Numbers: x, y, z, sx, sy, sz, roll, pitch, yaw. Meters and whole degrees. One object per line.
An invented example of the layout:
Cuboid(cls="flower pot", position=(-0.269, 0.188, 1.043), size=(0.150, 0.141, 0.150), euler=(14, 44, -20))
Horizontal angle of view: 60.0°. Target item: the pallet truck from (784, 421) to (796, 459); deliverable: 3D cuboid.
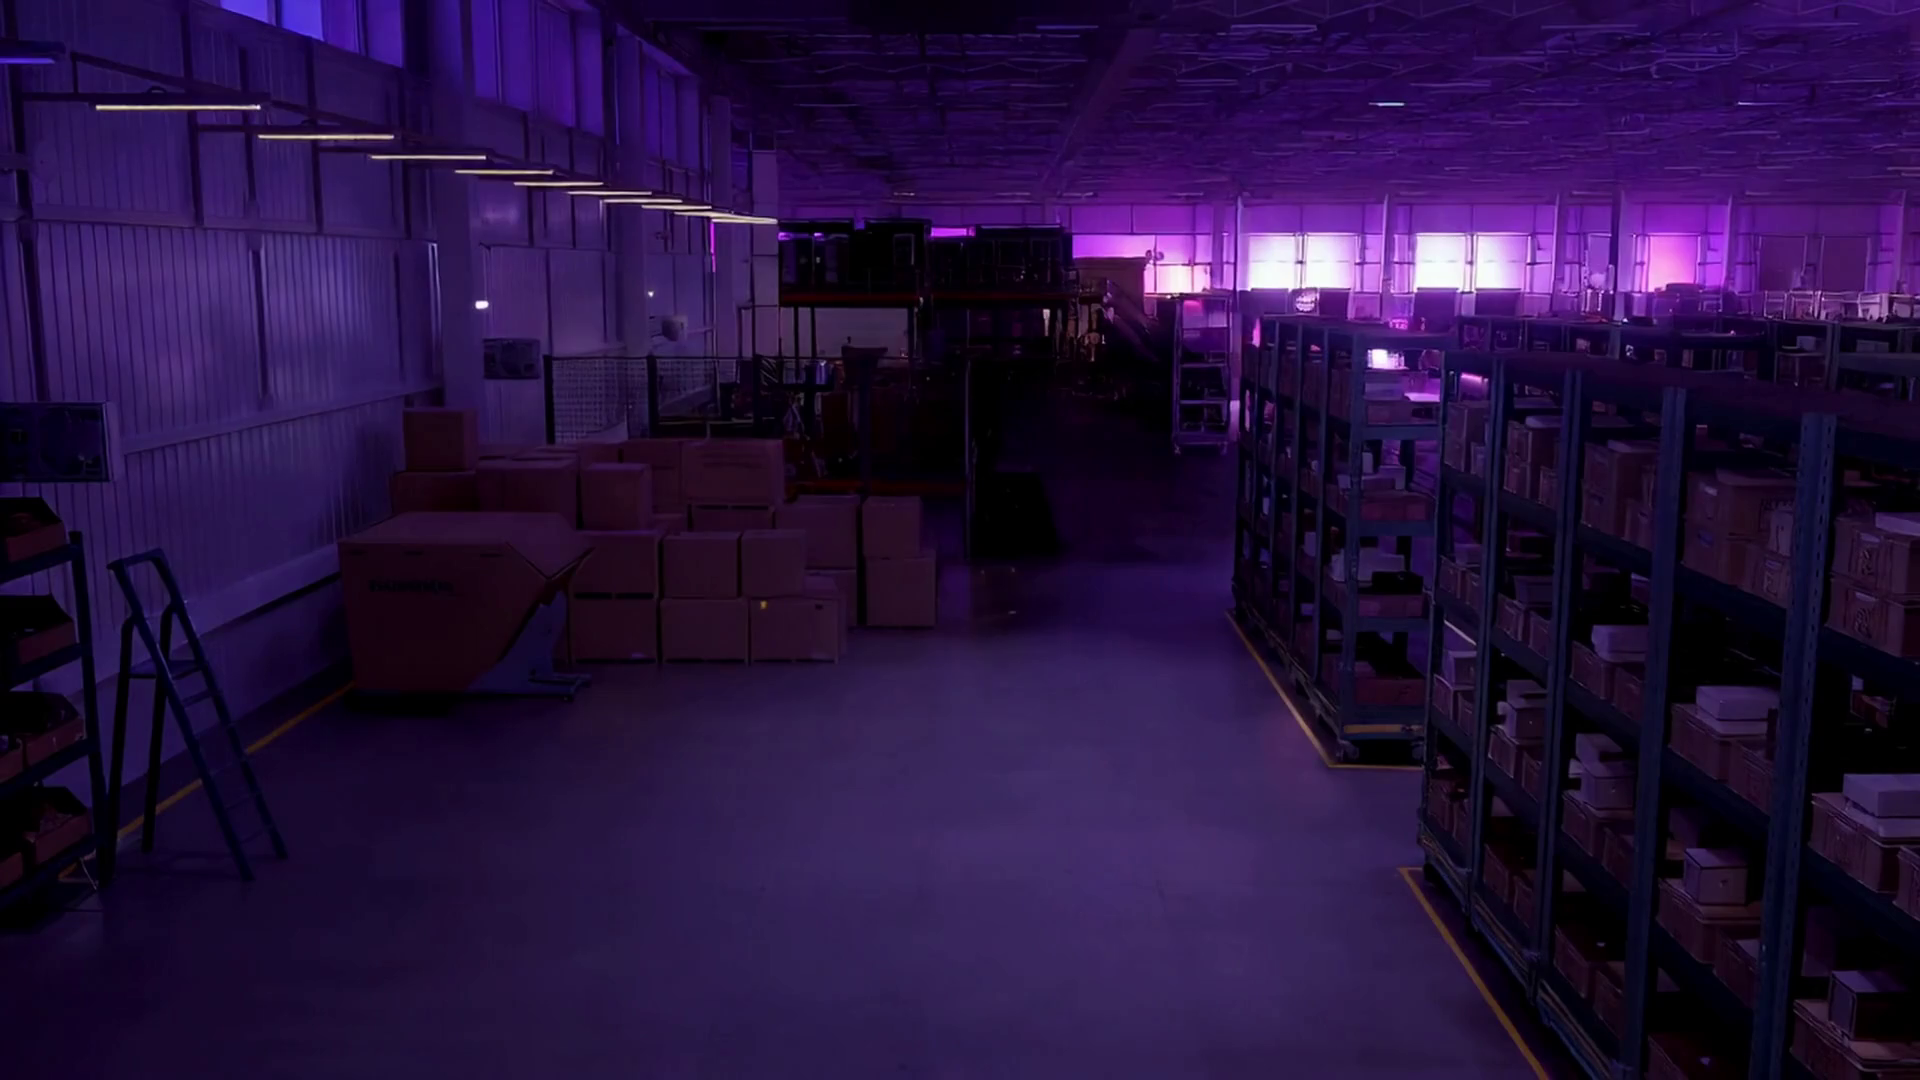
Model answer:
Cuboid(cls="pallet truck", position=(-4.013, -1.793, 32.705), size=(1.601, 1.201, 0.680), euler=(0, 9, 1))

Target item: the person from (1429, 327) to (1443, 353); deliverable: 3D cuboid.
Cuboid(cls="person", position=(19.474, -7.792, 67.888), size=(0.807, 1.820, 0.595), euler=(-8, 12, -42))

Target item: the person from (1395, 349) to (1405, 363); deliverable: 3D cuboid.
Cuboid(cls="person", position=(13.606, -5.077, 51.343), size=(0.330, 1.761, 0.526), euler=(-3, 10, -16))

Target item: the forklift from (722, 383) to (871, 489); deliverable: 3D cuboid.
Cuboid(cls="forklift", position=(-2.893, -1.687, 28.729), size=(2.680, 1.987, 1.157), euler=(0, 9, -1))

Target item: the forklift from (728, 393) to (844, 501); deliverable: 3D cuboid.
Cuboid(cls="forklift", position=(-2.979, -1.316, 26.476), size=(2.680, 1.987, 1.157), euler=(0, 9, 1))

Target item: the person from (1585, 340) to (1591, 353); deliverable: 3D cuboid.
Cuboid(cls="person", position=(21.663, -6.045, 57.008), size=(0.565, 1.852, 0.493), euler=(9, 13, 43))

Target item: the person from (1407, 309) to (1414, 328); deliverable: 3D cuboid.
Cuboid(cls="person", position=(25.638, -12.207, 94.834), size=(0.393, 1.921, 0.586), euler=(8, 12, 40))

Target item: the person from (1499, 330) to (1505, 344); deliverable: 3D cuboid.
Cuboid(cls="person", position=(25.986, -9.818, 80.152), size=(0.815, 1.897, 0.579), euler=(-1, 9, -6))

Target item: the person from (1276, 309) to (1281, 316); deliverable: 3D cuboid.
Cuboid(cls="person", position=(18.113, -12.144, 94.421), size=(0.698, 1.913, 0.566), euler=(7, 11, 35))

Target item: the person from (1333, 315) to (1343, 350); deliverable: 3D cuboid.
Cuboid(cls="person", position=(18.789, -10.288, 83.102), size=(1.044, 1.889, 0.647), euler=(2, 9, 10))

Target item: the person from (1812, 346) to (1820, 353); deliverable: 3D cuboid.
Cuboid(cls="person", position=(27.742, -5.466, 53.986), size=(0.552, 1.663, 0.746), euler=(1, 9, 6))

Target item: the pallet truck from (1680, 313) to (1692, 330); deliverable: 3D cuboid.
Cuboid(cls="pallet truck", position=(36.315, -10.531, 84.244), size=(0.823, 1.965, 1.885), euler=(-6, 11, -33))

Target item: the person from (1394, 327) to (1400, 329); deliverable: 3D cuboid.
Cuboid(cls="person", position=(16.313, -6.940, 61.995), size=(0.433, 2.023, 0.639), euler=(0, 9, -2))

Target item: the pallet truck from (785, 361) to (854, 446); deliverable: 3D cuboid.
Cuboid(cls="pallet truck", position=(-3.410, -3.193, 38.978), size=(1.885, 1.965, 0.823), euler=(0, 9, -1))

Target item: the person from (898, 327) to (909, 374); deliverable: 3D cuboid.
Cuboid(cls="person", position=(-2.211, -7.481, 65.847), size=(0.803, 1.856, 0.613), euler=(2, 9, 13))

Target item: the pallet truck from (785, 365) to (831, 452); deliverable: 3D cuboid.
Cuboid(cls="pallet truck", position=(-3.774, -2.976, 37.635), size=(1.885, 1.965, 0.823), euler=(1, 9, 5))

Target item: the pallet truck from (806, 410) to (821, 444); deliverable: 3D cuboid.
Cuboid(cls="pallet truck", position=(-3.559, -2.018, 33.905), size=(1.522, 1.261, 0.704), euler=(0, 9, -1))

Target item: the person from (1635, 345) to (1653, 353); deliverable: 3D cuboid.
Cuboid(cls="person", position=(24.427, -6.528, 59.418), size=(0.688, 2.000, 0.537), euler=(0, 9, -2))

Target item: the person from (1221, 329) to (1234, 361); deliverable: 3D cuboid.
Cuboid(cls="person", position=(11.868, -8.780, 73.972), size=(0.698, 1.823, 0.472), euler=(-7, 12, -38))

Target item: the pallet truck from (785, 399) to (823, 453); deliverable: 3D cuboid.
Cuboid(cls="pallet truck", position=(-3.814, -2.432, 36.419), size=(1.630, 1.274, 0.653), euler=(0, 9, 1))

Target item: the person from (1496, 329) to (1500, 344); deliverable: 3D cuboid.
Cuboid(cls="person", position=(24.901, -9.338, 77.419), size=(0.485, 1.829, 0.634), euler=(-7, 12, -37))

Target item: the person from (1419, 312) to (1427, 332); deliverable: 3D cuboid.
Cuboid(cls="person", position=(24.300, -10.942, 87.033), size=(0.617, 1.913, 0.871), euler=(-8, 12, -42))
